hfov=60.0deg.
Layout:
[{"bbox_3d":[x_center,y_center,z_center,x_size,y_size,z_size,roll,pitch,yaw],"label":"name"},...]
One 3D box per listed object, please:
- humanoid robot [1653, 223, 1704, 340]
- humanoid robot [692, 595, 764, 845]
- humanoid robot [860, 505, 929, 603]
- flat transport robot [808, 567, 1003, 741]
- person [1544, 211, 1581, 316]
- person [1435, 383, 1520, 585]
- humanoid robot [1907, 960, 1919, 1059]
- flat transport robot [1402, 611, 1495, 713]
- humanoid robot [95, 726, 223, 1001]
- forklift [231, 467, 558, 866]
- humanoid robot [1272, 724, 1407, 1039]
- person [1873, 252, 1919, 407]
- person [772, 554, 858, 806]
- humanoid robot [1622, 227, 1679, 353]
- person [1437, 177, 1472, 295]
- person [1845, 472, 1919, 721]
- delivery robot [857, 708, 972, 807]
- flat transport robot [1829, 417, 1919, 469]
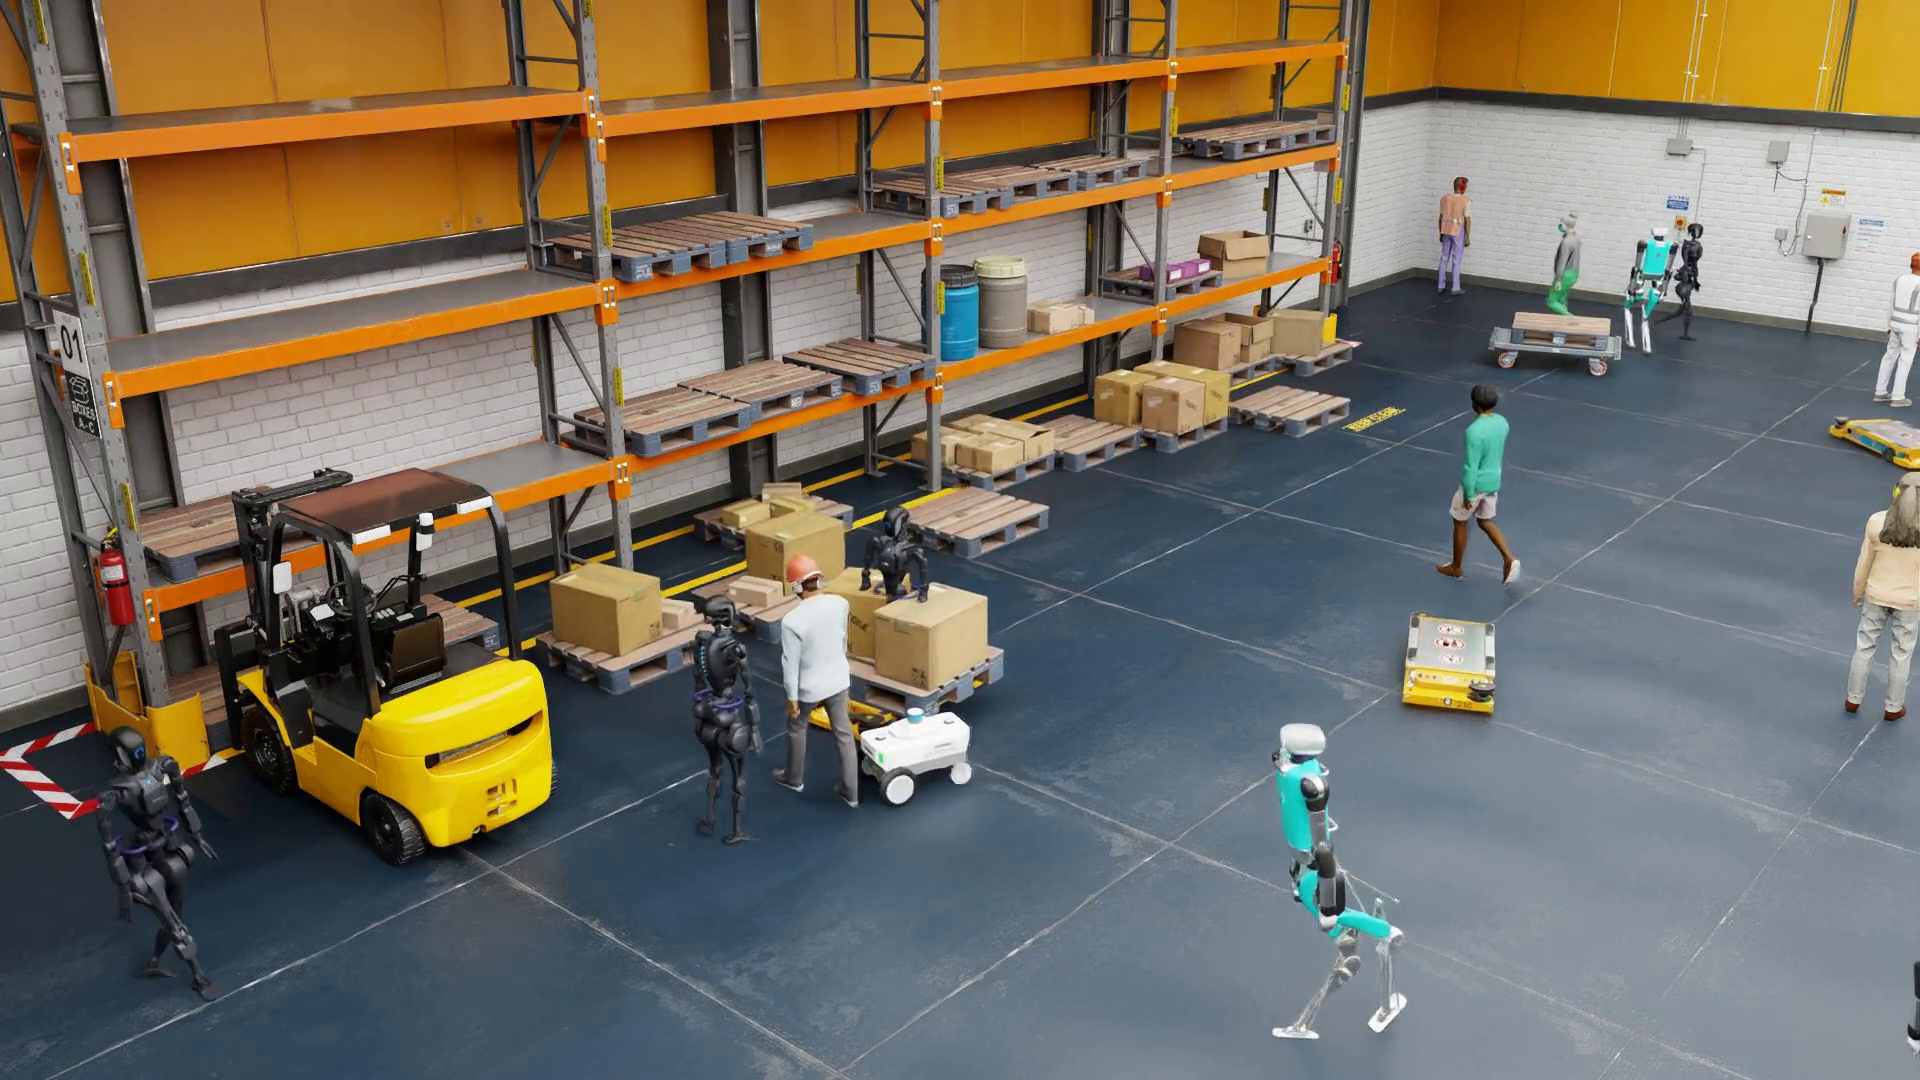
[{"bbox_3d":[10.200,-3.668,23.496,0.673,1.634,0.589,15,25,35],"label":"humanoid robot"},{"bbox_3d":[-1.465,1.129,10.457,0.589,1.641,0.323,17,26,38],"label":"humanoid robot"},{"bbox_3d":[-0.464,0.505,12.222,0.595,1.644,0.581,11,23,27],"label":"humanoid robot"},{"bbox_3d":[-0.443,1.131,12.488,0.659,0.231,1.431,14,25,34],"label":"flat transport robot"},{"bbox_3d":[8.499,-3.695,23.293,0.490,1.834,0.549,16,26,37],"label":"person"},{"bbox_3d":[4.593,-0.473,14.584,0.511,1.828,0.729,-13,24,-31],"label":"person"},{"bbox_3d":[4.523,2.242,7.294,0.545,1.758,0.677,-1,20,-3],"label":"humanoid robot"},{"bbox_3d":[3.829,0.941,13.001,0.659,0.231,1.431,6,21,15],"label":"flat transport robot"},{"bbox_3d":[-4.305,1.712,8.941,0.656,1.630,0.617,9,22,23],"label":"humanoid robot"},{"bbox_3d":[-3.730,0.710,10.856,2.313,2.155,1.214,17,26,38],"label":"forklift"},{"bbox_3d":[2.087,1.786,8.613,0.978,1.757,0.560,0,20,0],"label":"humanoid robot"},{"bbox_3d":[11.467,-2.555,20.161,0.354,1.878,0.566,-5,21,-13],"label":"person"},{"bbox_3d":[-0.972,0.909,11.001,0.608,1.708,0.759,-16,26,-37],"label":"person"},{"bbox_3d":[9.345,-3.424,22.676,0.544,1.737,0.897,2,20,5],"label":"humanoid robot"},{"bbox_3d":[7.809,-4.811,26.323,0.388,1.837,0.564,-16,26,-37],"label":"person"},{"bbox_3d":[6.795,0.417,12.104,0.553,1.874,0.403,15,25,35],"label":"person"},{"bbox_3d":[-0.320,1.440,11.263,0.815,0.612,0.499,-10,23,-26],"label":"delivery robot"},{"bbox_3d":[10.417,-1.084,18.488,0.659,0.231,1.431,-3,20,-7],"label":"flat transport robot"}]
